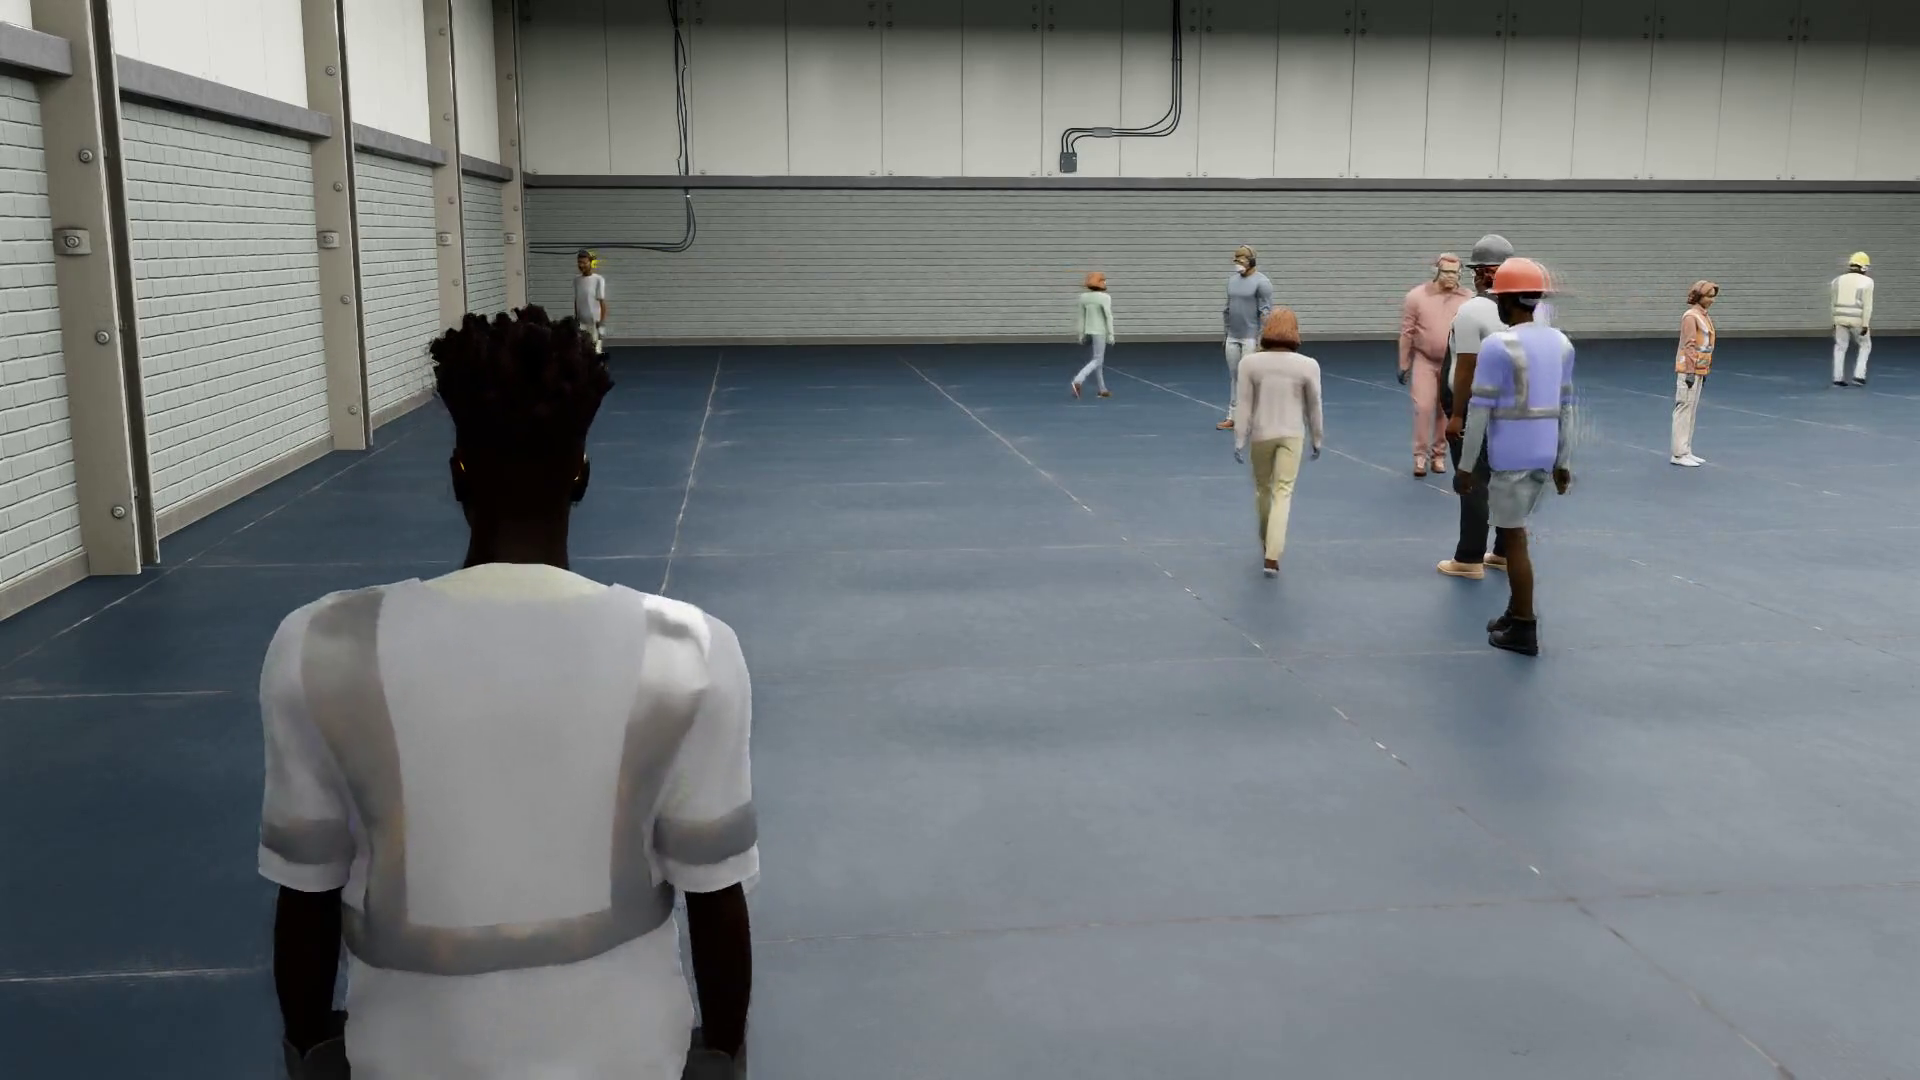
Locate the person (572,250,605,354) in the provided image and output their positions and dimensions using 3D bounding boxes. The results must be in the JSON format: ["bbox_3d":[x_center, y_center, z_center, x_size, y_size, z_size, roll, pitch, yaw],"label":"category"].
[{"bbox_3d":[-4.711,-2.684,20.813,0.563,1.844,0.751,5,11,24],"label":"person"}]

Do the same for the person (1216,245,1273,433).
[{"bbox_3d":[2.961,-2.085,17.298,0.373,1.936,0.629,-7,13,-34],"label":"person"}]

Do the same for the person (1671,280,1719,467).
[{"bbox_3d":[6.516,-1.477,14.775,0.311,1.639,0.513,7,12,34],"label":"person"}]

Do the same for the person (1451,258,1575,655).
[{"bbox_3d":[2.687,-0.409,8.147,0.555,1.914,0.595,-6,12,-31],"label":"person"}]

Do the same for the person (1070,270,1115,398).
[{"bbox_3d":[1.666,-2.568,20.844,0.744,1.612,0.503,-7,13,-35],"label":"person"}]

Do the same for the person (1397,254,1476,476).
[{"bbox_3d":[4.060,-1.456,14.019,0.668,1.867,0.867,1,10,7],"label":"person"}]

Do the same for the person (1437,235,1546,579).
[{"bbox_3d":[3.123,-0.799,9.954,0.686,2.000,0.535,-7,12,-32],"label":"person"}]

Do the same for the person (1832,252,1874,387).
[{"bbox_3d":[12.031,-2.949,22.366,0.591,1.812,0.605,-6,12,-31],"label":"person"}]

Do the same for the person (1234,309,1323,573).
[{"bbox_3d":[1.949,-0.613,10.178,0.513,1.579,0.876,3,11,16],"label":"person"}]

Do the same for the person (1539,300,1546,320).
[{"bbox_3d":[4.710,-1.453,14.244,0.594,1.780,0.970,-7,12,-32],"label":"person"}]

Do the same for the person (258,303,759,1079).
[{"bbox_3d":[-0.557,0.680,2.115,0.632,1.947,0.738,-3,11,-16],"label":"person"}]
